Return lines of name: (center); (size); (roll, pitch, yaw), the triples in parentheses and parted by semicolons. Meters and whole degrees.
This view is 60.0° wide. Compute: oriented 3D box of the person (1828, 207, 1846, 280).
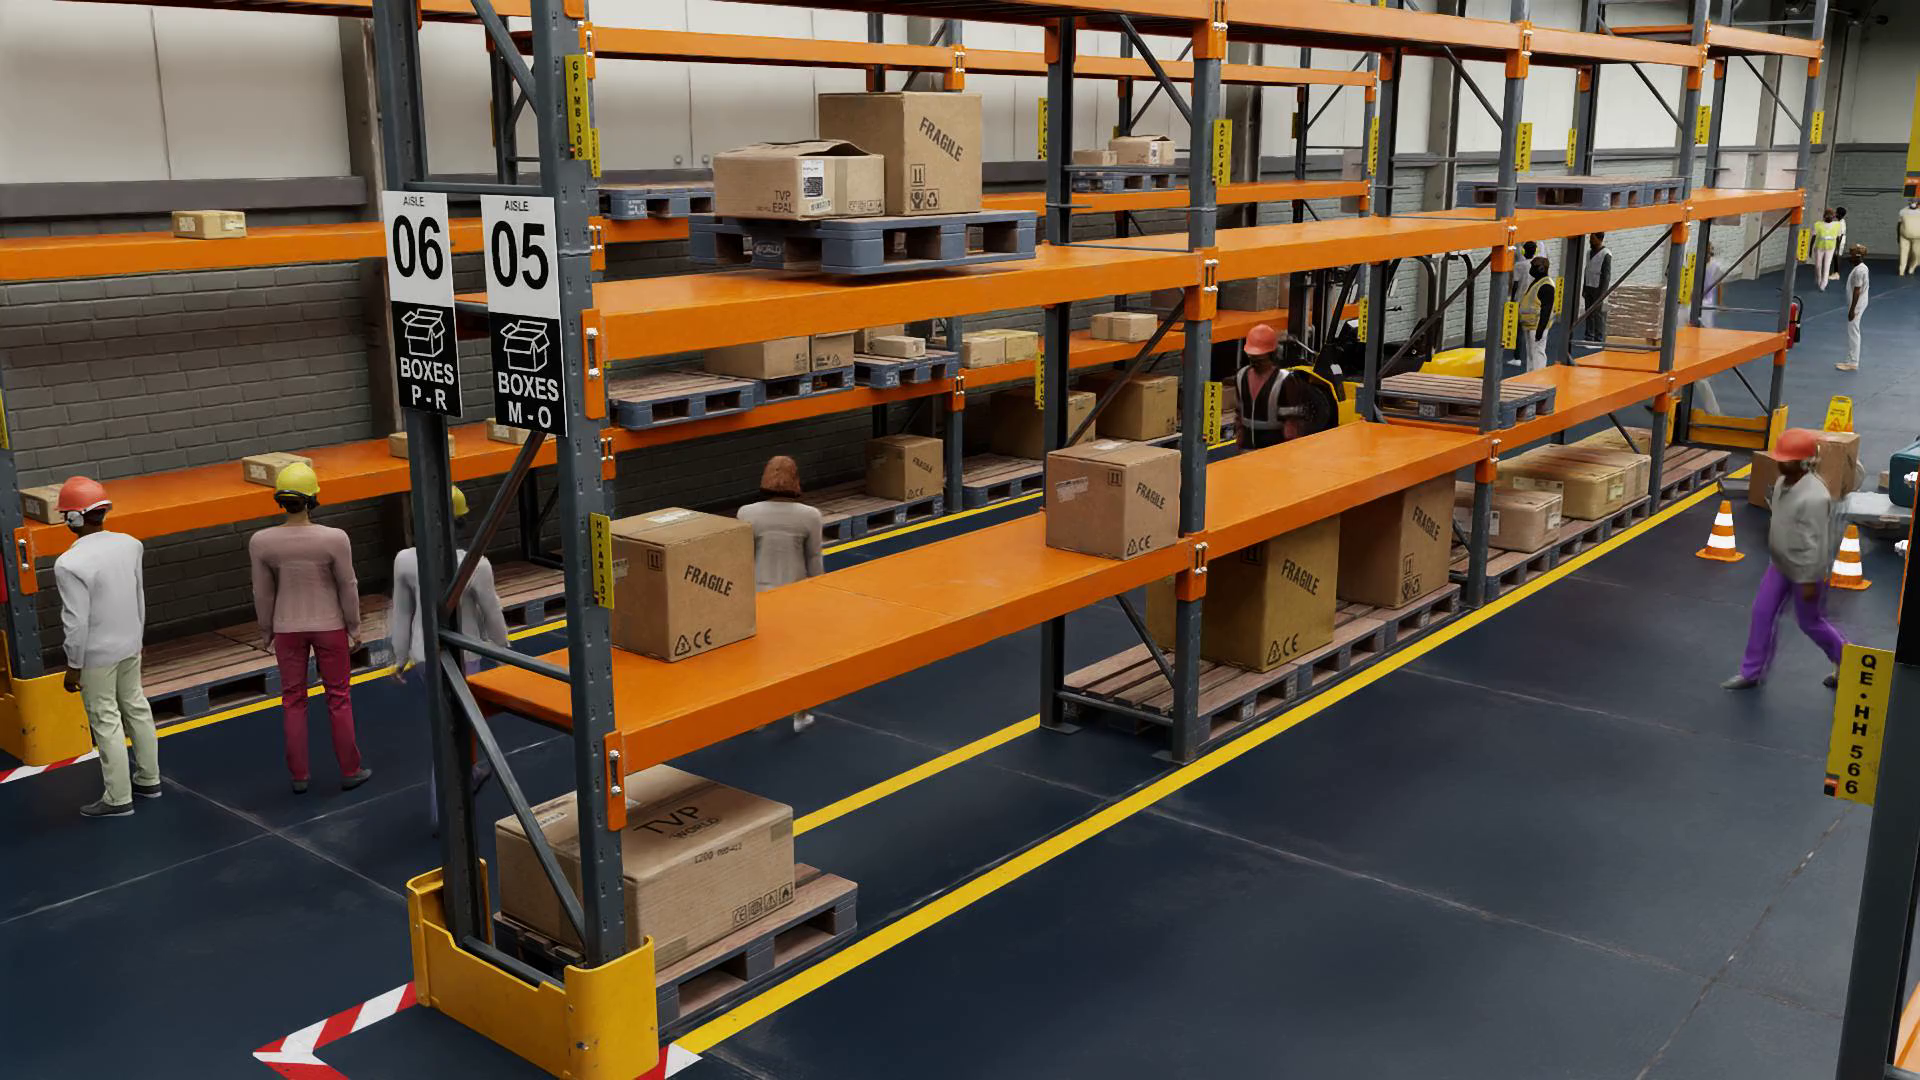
person: (20.715, -6.998, 39.270); (0.316, 1.695, 0.542); (5, 15, 19)

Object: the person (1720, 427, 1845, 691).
person: (5.221, 0.131, 10.250); (0.815, 1.704, 0.595); (-1, 14, -3)

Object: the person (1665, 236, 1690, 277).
person: (13.528, -5.154, 31.440); (0.496, 1.861, 0.333); (-9, 16, -33)

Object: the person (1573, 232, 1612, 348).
person: (10.259, -4.055, 26.831); (0.371, 1.916, 0.597); (-3, 14, -12)

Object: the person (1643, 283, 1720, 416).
person: (8.756, -2.269, 19.920); (0.597, 1.750, 1.009); (-11, 18, -39)

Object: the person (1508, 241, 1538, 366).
person: (8.436, -3.527, 24.795); (0.535, 1.864, 0.309); (-1, 14, -5)

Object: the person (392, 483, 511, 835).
person: (-2.530, 0.559, 8.426); (0.553, 1.733, 0.831); (4, 14, 14)

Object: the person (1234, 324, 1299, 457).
person: (2.465, -0.741, 13.220); (1.027, 1.992, 0.662); (-12, 18, -41)

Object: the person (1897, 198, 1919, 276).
person: (23.124, -7.451, 40.406); (0.687, 2.000, 0.815); (9, 16, 32)

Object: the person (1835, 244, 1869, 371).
person: (13.068, -3.391, 24.309); (0.349, 1.837, 0.502); (7, 15, 26)

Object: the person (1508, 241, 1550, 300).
person: (9.188, -4.130, 26.882); (0.688, 2.000, 0.536); (0, 14, -1)

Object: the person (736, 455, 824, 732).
person: (-1.039, 0.315, 9.649); (0.504, 1.623, 0.287); (-1, 14, -4)

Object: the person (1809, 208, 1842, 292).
person: (18.967, -6.365, 36.464); (0.585, 1.817, 0.743); (7, 16, 27)

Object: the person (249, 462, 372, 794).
person: (-3.407, 0.469, 8.726); (0.523, 1.769, 0.314); (-2, 14, -7)

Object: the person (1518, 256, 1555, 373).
person: (7.572, -2.805, 21.901); (0.429, 1.845, 0.622); (1, 14, 4)

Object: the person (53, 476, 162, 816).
person: (-4.371, 0.538, 8.468); (0.334, 1.749, 0.576); (2, 14, 10)

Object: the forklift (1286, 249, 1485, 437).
forklift: (4.886, -2.214, 18.767); (2.313, 2.155, 1.214); (11, 18, 38)

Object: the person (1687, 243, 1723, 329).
person: (11.377, -3.656, 25.491); (0.749, 1.796, 0.535); (10, 17, 36)
